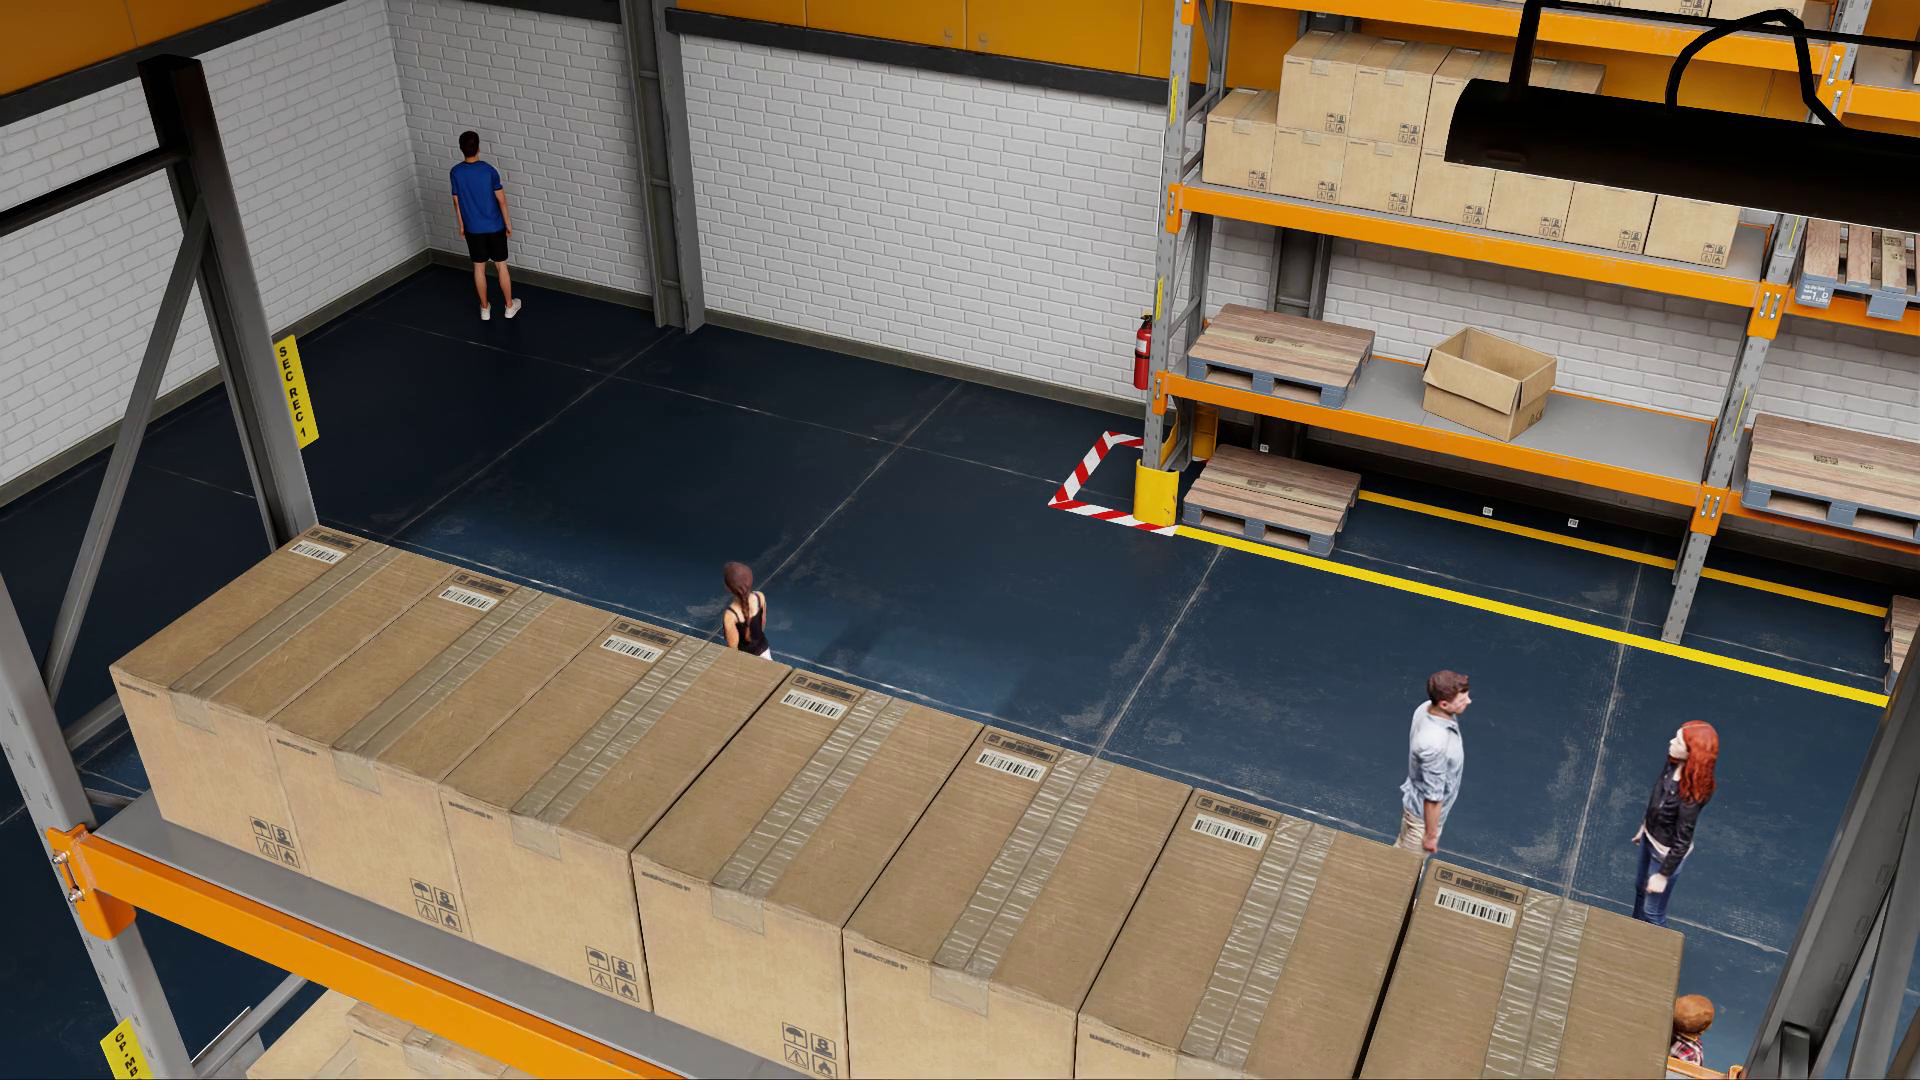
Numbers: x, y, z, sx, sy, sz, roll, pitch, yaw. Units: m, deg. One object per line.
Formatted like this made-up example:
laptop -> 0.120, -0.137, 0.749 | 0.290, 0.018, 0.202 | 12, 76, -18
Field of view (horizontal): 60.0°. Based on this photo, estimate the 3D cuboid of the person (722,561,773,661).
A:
person -> -1.272, 0.815, 10.488 | 0.774, 1.534, 1.082 | -27, 42, -35

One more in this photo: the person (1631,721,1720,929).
person -> 3.772, 1.683, 8.953 | 0.608, 1.787, 0.632 | 4, 34, 6

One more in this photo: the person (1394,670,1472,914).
person -> 2.572, 1.465, 9.226 | 0.633, 1.848, 0.701 | 6, 34, 9

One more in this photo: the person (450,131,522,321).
person -> -4.578, -3.025, 15.965 | 0.709, 1.866, 0.811 | -5, 34, -7
